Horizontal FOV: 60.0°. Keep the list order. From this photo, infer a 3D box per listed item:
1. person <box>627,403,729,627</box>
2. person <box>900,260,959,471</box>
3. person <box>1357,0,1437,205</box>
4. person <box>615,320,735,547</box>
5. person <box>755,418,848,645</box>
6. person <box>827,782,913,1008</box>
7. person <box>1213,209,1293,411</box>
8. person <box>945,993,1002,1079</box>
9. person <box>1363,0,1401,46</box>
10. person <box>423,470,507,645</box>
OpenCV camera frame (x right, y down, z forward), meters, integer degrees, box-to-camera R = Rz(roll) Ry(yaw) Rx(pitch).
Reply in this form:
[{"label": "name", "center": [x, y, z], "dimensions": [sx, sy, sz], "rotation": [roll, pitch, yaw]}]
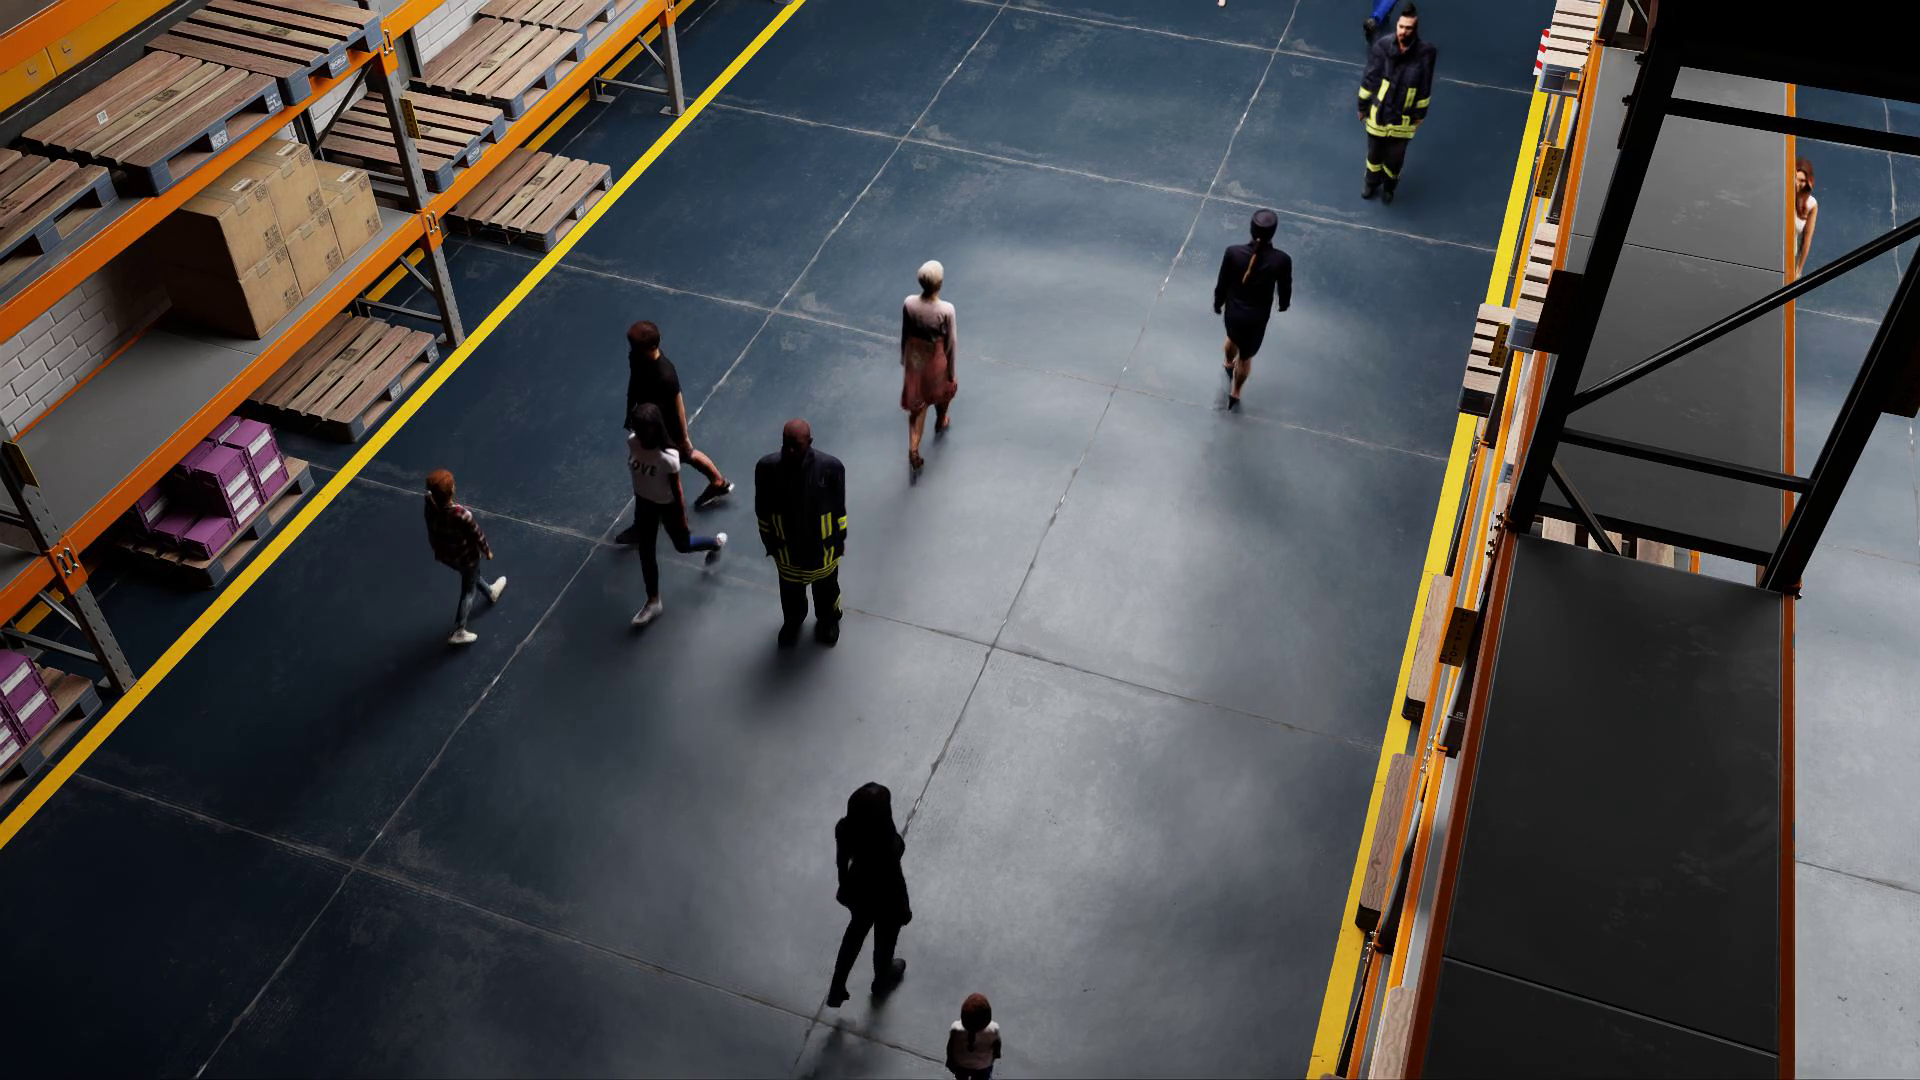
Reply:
[{"label": "person", "center": [-1.901, -0.253, 11.009], "dimensions": [0.798, 1.746, 1.179], "rotation": [26, 49, 25]}, {"label": "person", "center": [-0.252, -1.245, 12.116], "dimensions": [0.657, 1.656, 1.039], "rotation": [10, 44, 10]}, {"label": "person", "center": [3.880, -3.900, 14.764], "dimensions": [0.789, 1.848, 0.730], "rotation": [18, 46, 18]}, {"label": "person", "center": [-1.979, -0.826, 11.548], "dimensions": [1.305, 1.833, 1.144], "rotation": [-21, 48, -21]}, {"label": "person", "center": [-1.008, -0.068, 10.760], "dimensions": [0.832, 1.821, 0.795], "rotation": [1, 44, 1]}, {"label": "person", "center": [-0.503, 1.949, 8.712], "dimensions": [0.687, 1.727, 0.863], "rotation": [25, 49, 24]}, {"label": "person", "center": [2.161, -1.677, 12.575], "dimensions": [0.763, 1.649, 0.886], "rotation": [10, 45, 11]}, {"label": "person", "center": [0.061, 2.667, 8.474], "dimensions": [0.481, 1.016, 0.496], "rotation": [0, 44, 0]}, {"label": "person", "center": [4.391, -5.972, 16.925], "dimensions": [0.925, 1.867, 1.149], "rotation": [29, 51, 27]}, {"label": "person", "center": [-3.321, 0.122, 10.943], "dimensions": [0.551, 1.295, 0.904], "rotation": [19, 47, 19]}]
